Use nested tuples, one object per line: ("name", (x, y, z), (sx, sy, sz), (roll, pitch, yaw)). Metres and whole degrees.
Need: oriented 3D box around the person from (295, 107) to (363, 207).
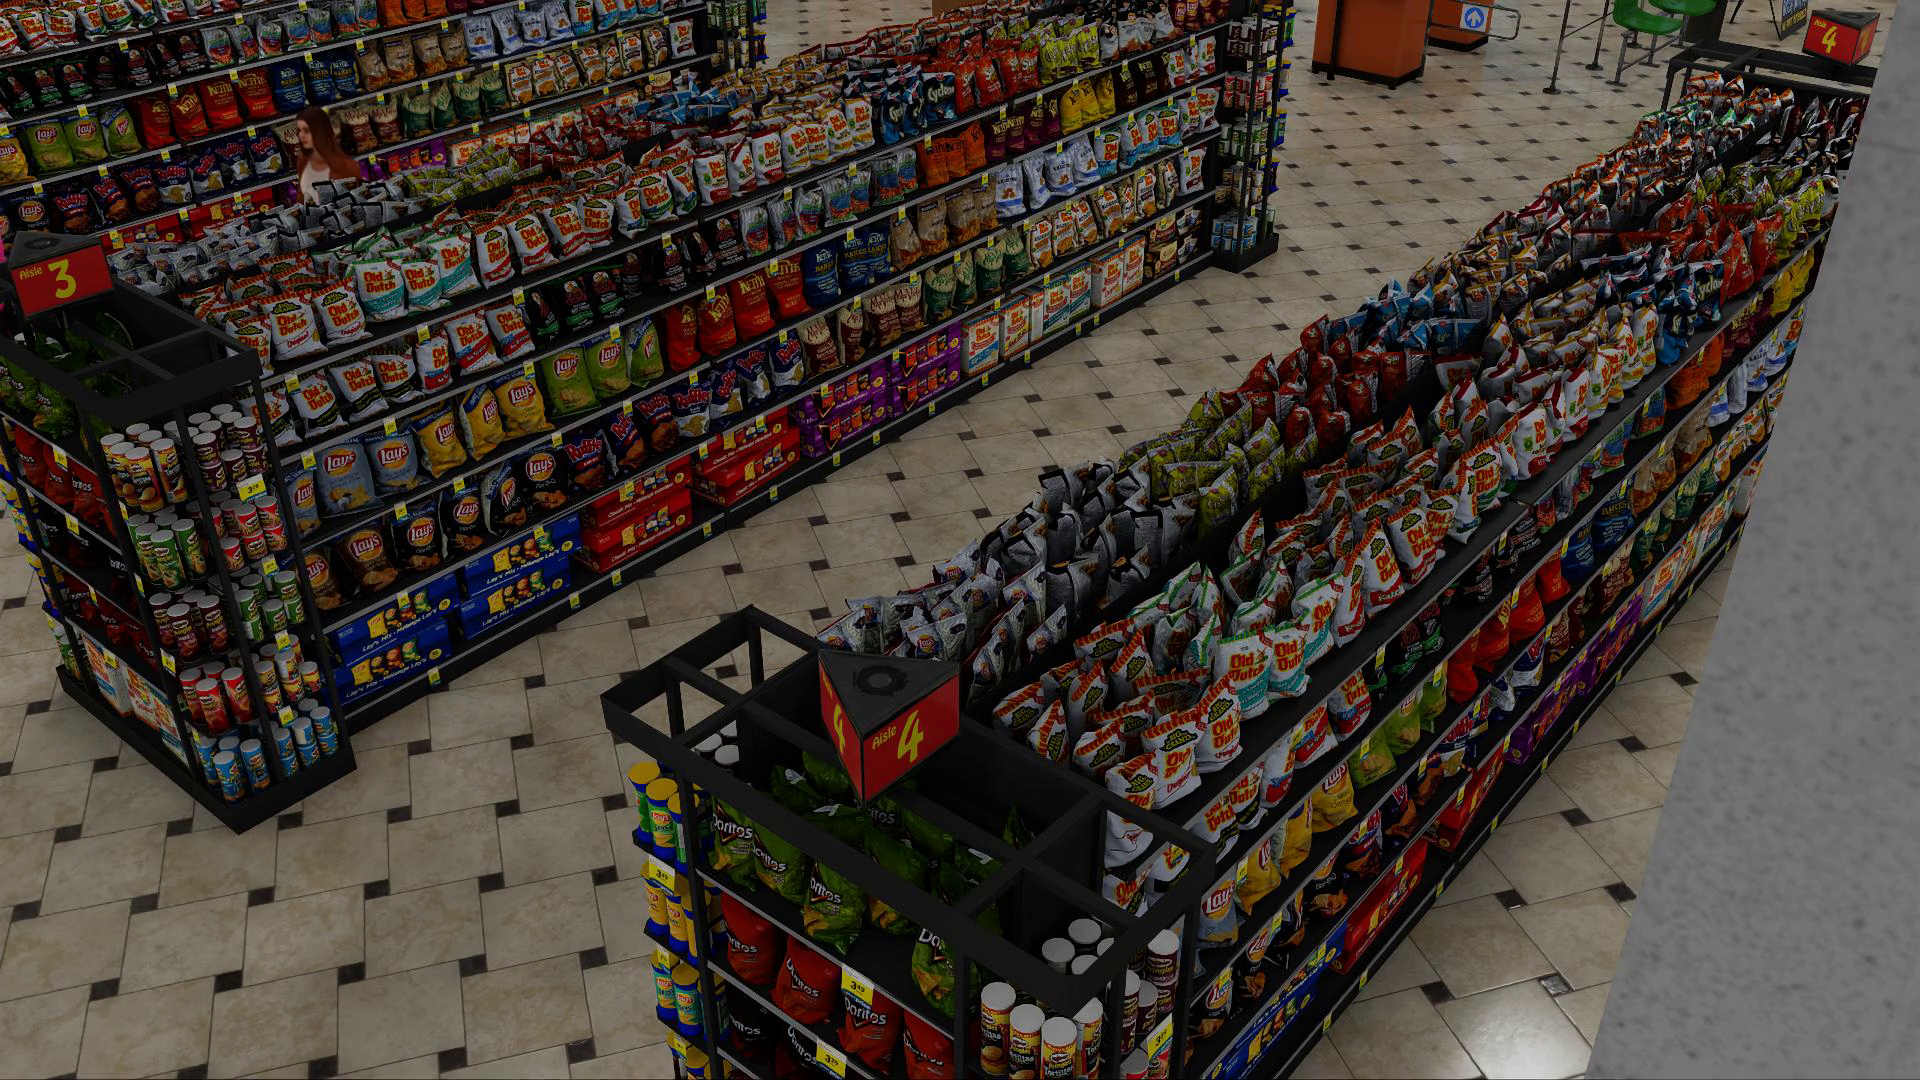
("person", (-3.667, -1.795, 10.045), (0.778, 1.672, 1.193), (15, 35, 23))
